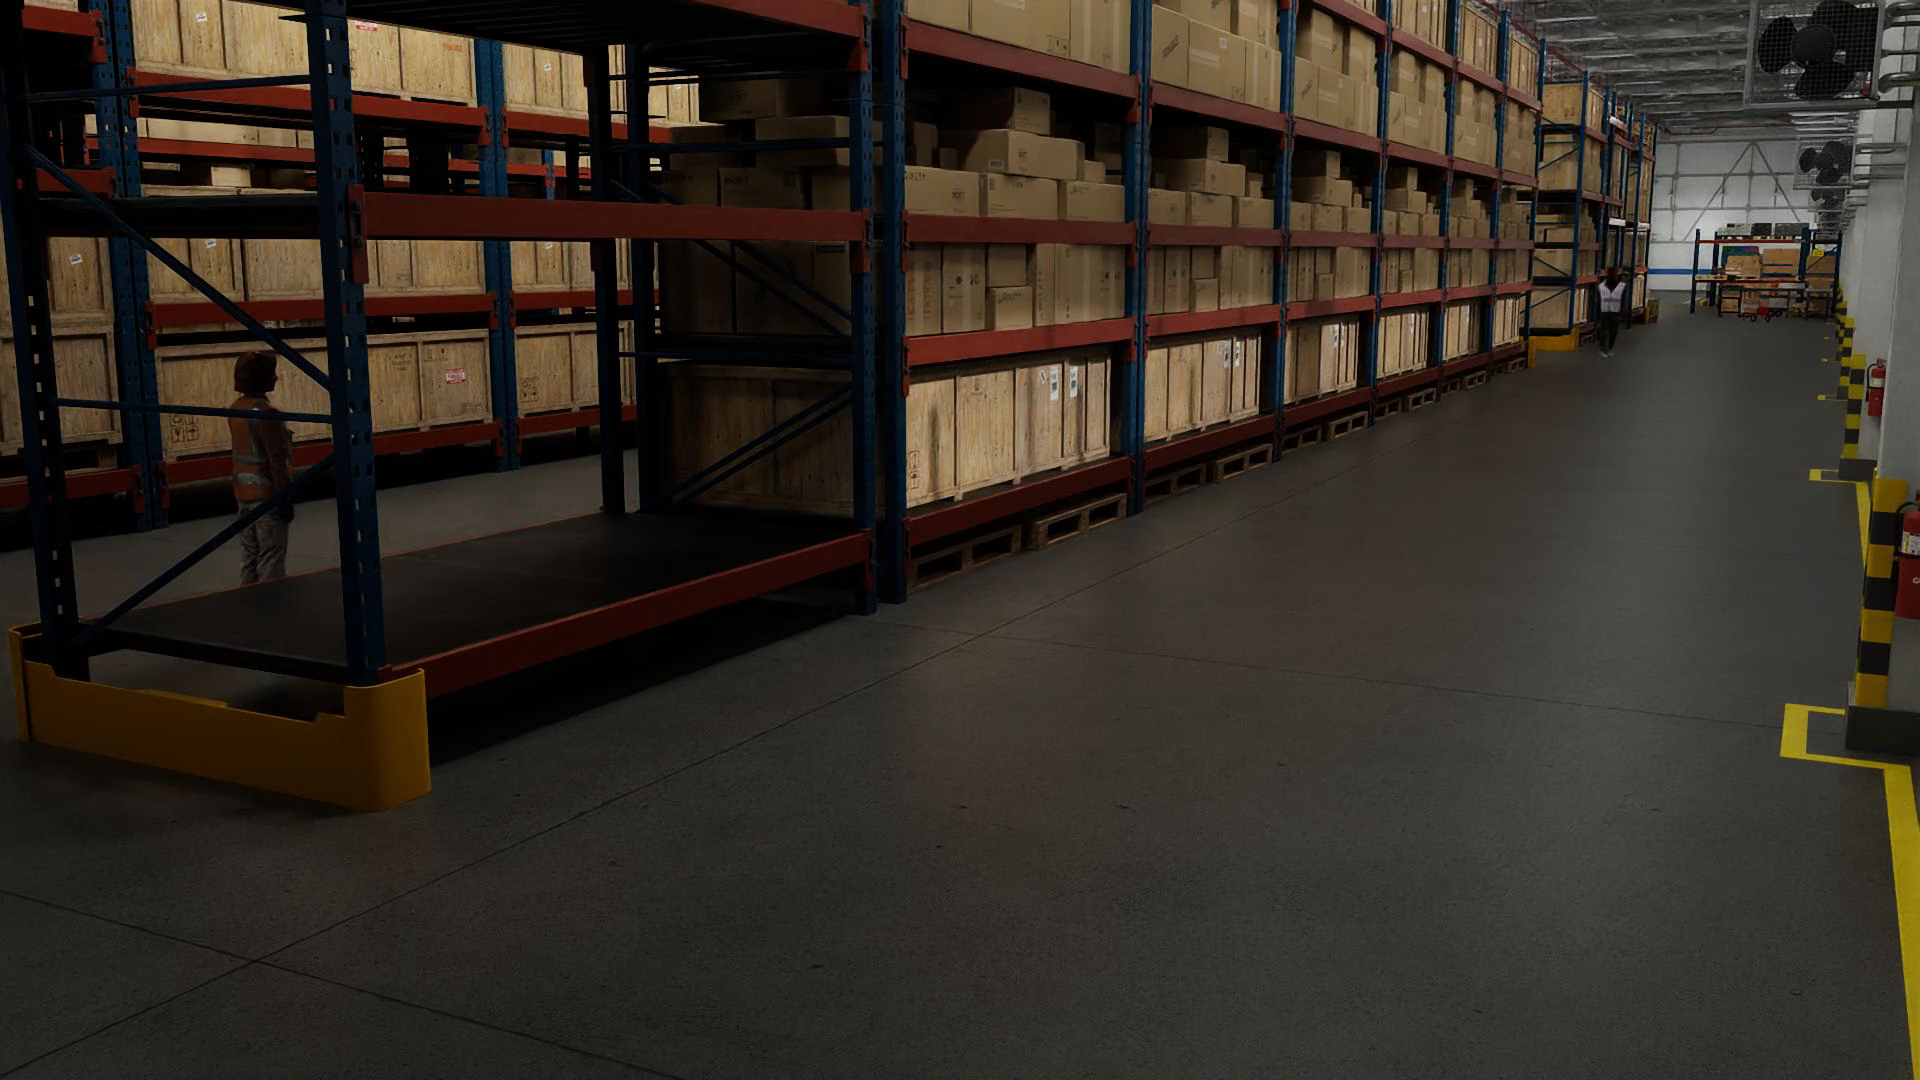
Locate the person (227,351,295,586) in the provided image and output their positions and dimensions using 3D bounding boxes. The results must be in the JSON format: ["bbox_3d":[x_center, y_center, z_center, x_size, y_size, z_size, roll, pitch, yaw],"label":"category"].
[{"bbox_3d":[-3.865,-0.225,9.240,0.512,1.641,0.307,9,13,41],"label":"person"}]

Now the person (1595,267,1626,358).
[{"bbox_3d":[13.562,-4.755,34.714,0.583,1.900,0.785,3,10,17],"label":"person"}]
